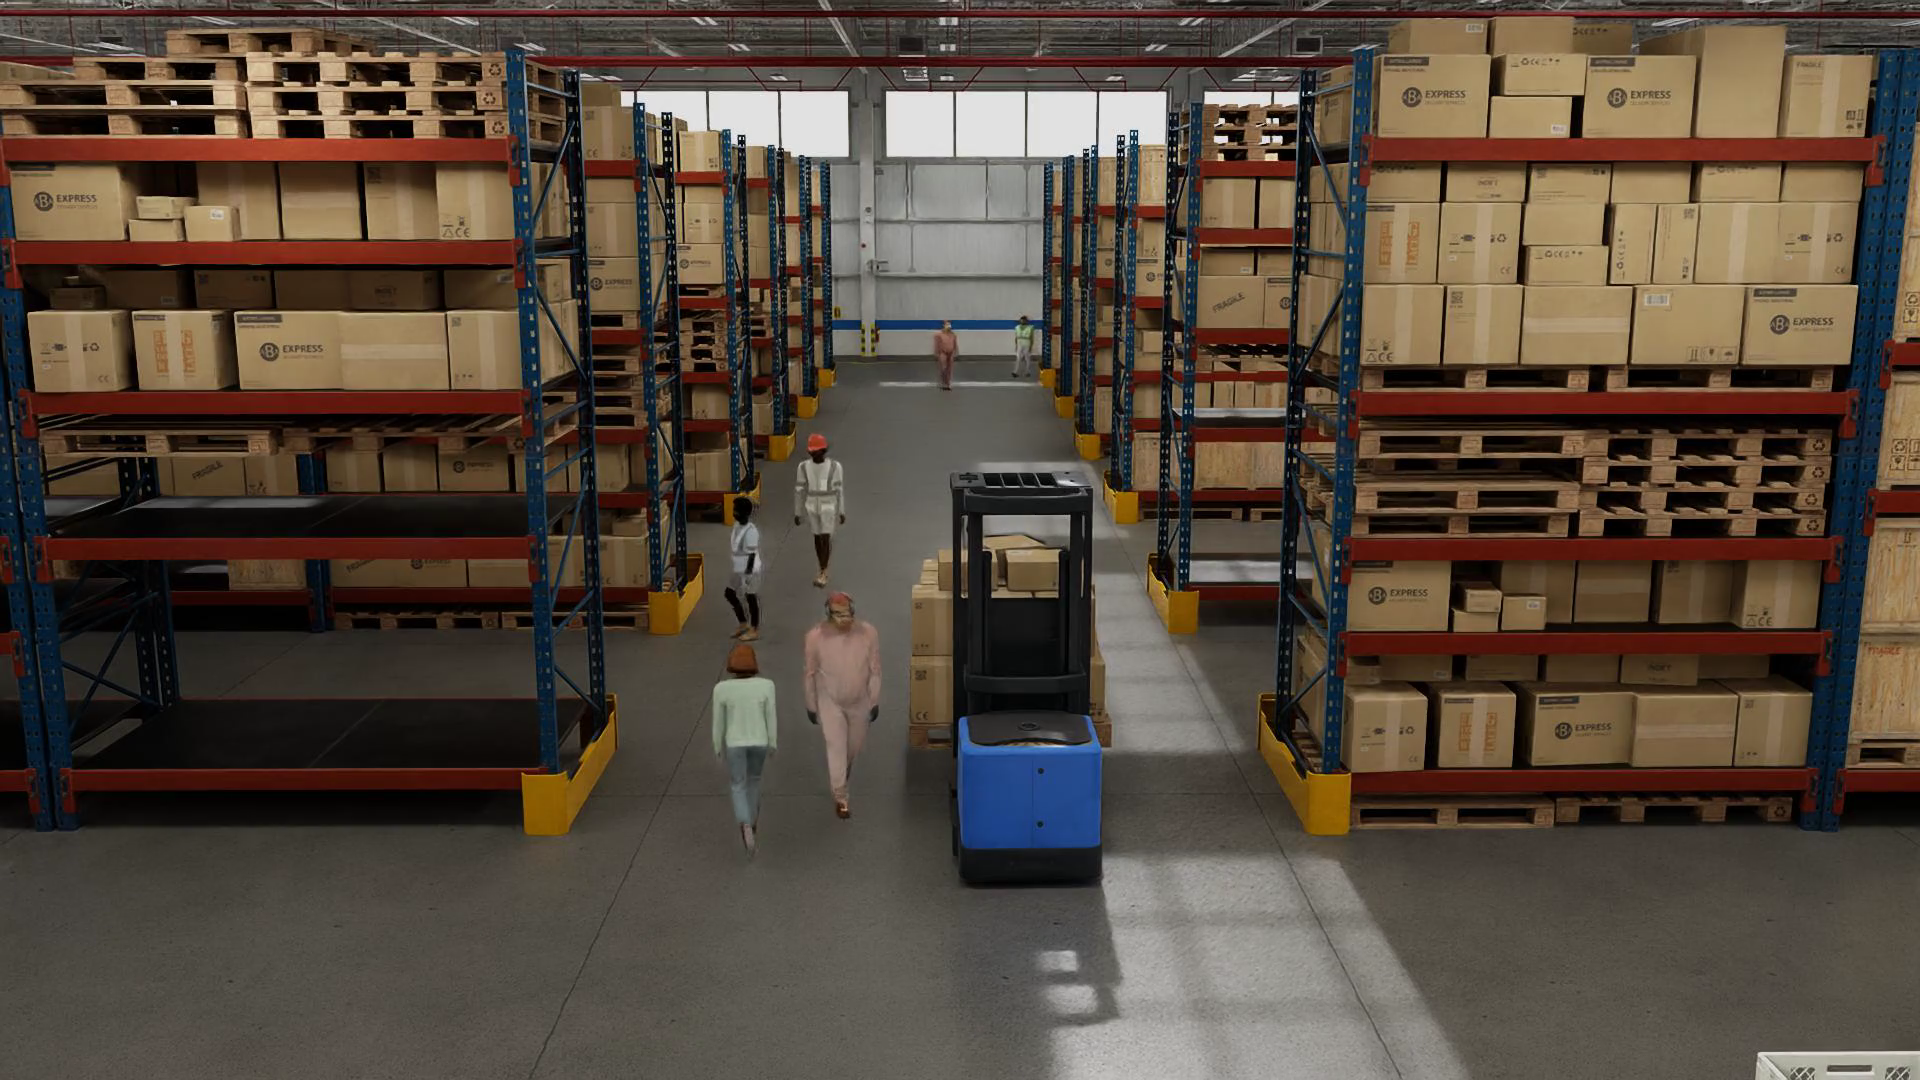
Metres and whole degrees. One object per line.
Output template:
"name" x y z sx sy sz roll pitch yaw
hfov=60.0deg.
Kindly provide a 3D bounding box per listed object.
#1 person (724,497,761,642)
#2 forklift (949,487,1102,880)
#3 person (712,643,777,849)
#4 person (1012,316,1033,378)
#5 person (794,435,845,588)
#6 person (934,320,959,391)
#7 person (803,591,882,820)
"person" -2.495 0.340 18.968 0.433 1.682 0.552 -7 13 -32
"forklift" 0.495 0.986 12.813 1.129 2.768 1.873 0 11 -2
"person" -1.661 1.605 12.938 0.504 1.605 0.640 -3 12 -16
"person" 1.836 -5.579 48.081 0.574 1.782 0.992 5 12 22
"person" -1.862 -0.375 21.742 0.629 1.995 0.999 2 12 12
"person" -0.305 -4.960 44.734 0.673 1.887 0.657 -7 13 -29
"person" -0.981 1.300 13.793 0.643 1.878 0.784 -4 12 -18
